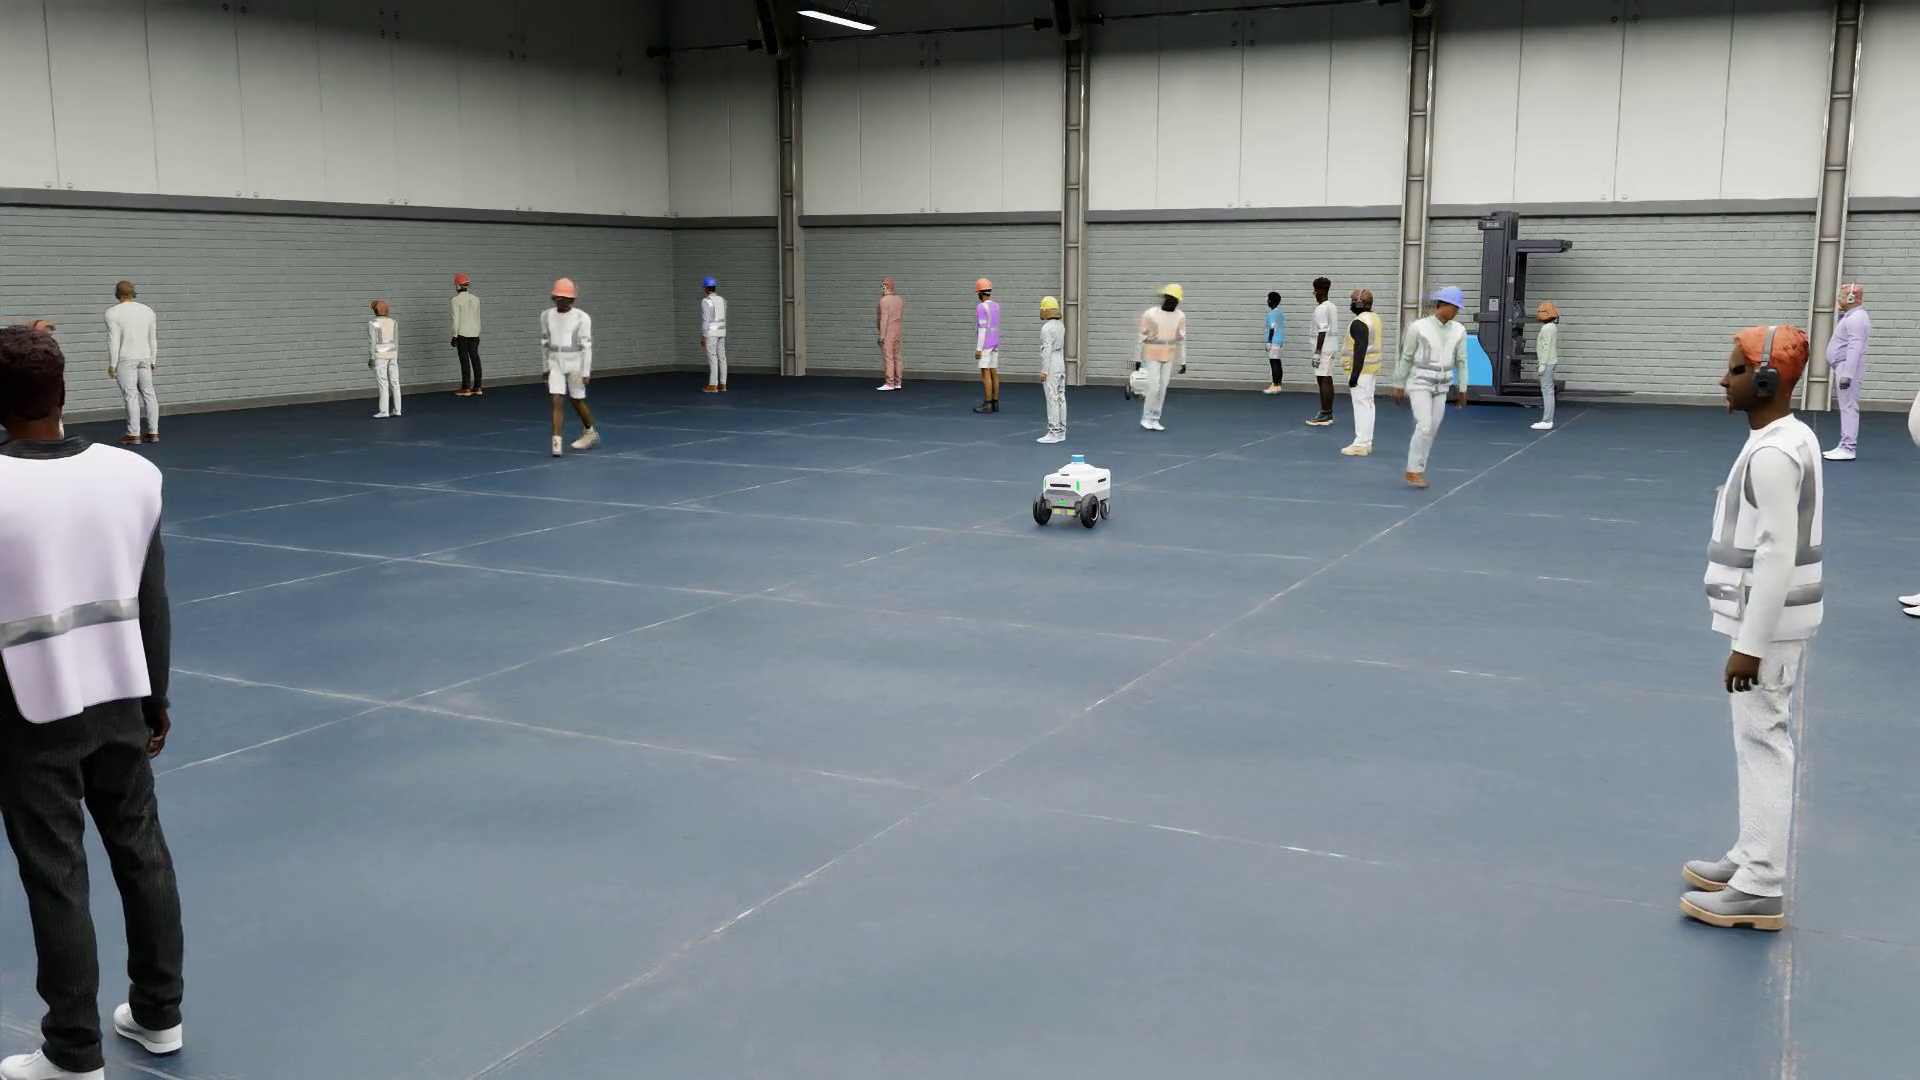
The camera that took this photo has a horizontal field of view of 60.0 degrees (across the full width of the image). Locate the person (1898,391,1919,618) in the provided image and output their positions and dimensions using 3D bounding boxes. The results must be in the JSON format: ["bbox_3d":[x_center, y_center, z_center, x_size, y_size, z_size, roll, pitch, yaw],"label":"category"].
[{"bbox_3d":[5.842,-0.492,9.874,0.399,1.905,0.642,5,10,28],"label":"person"}]

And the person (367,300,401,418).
[{"bbox_3d":[-8.032,-2.520,23.188,0.315,1.641,0.514,5,10,28],"label":"person"}]

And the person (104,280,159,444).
[{"bbox_3d":[-9.842,-2.114,19.778,0.375,1.936,0.628,5,10,28],"label":"person"}]

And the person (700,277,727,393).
[{"bbox_3d":[-4.177,-3.471,28.121,0.403,1.944,0.605,5,10,28],"label":"person"}]

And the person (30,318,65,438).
[{"bbox_3d":[-8.569,-1.266,15.530,0.416,1.606,0.551,-2,9,-11],"label":"person"}]

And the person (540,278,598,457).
[{"bbox_3d":[-4.414,-1.957,18.724,0.655,1.982,0.999,1,9,8],"label":"person"}]

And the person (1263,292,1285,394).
[{"bbox_3d":[5.245,-3.292,27.774,0.322,1.696,0.536,5,10,28],"label":"person"}]

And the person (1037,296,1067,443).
[{"bbox_3d":[1.086,-2.040,19.921,0.313,1.741,0.487,5,10,28],"label":"person"}]

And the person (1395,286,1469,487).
[{"bbox_3d":[4.432,-1.427,15.634,0.626,1.898,0.624,-3,10,-19],"label":"person"}]

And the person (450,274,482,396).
[{"bbox_3d":[-8.169,-3.388,27.453,0.394,1.994,0.612,5,10,28],"label":"person"}]

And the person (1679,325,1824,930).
[{"bbox_3d":[2.510,0.271,5.234,0.358,1.882,0.574,5,10,28],"label":"person"}]

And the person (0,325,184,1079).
[{"bbox_3d":[-2.236,0.427,4.165,0.395,1.917,0.590,5,10,28],"label":"person"}]

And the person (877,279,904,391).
[{"bbox_3d":[-1.227,-3.513,28.495,0.399,1.909,0.642,5,10,28],"label":"person"}]

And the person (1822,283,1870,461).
[{"bbox_3d":[9.620,-1.822,18.067,0.399,1.909,0.642,5,10,28],"label":"person"}]

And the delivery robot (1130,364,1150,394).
[{"bbox_3d":[2.916,-2.588,26.788,0.477,0.478,0.707,1,9,6],"label":"delivery robot"}]

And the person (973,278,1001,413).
[{"bbox_3d":[0.369,-2.818,24.123,0.376,1.934,0.547,5,10,28],"label":"person"}]

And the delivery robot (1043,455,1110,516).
[{"bbox_3d":[0.965,-0.457,13.647,0.477,0.478,0.707,5,10,27],"label":"delivery robot"}]

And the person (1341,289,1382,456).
[{"bbox_3d":[4.473,-1.874,18.586,0.430,1.844,0.623,5,10,28],"label":"person"}]

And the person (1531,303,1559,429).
[{"bbox_3d":[7.616,-2.264,21.628,0.282,1.633,0.501,5,10,28],"label":"person"}]

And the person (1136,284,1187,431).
[{"bbox_3d":[2.586,-2.328,21.255,0.602,1.880,0.582,-4,10,-22],"label":"person"}]

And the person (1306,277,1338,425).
[{"bbox_3d":[4.844,-2.519,22.185,0.370,1.963,0.608,5,10,28],"label":"person"}]

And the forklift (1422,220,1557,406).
[{"bbox_3d":[8.245,-3.527,25.720,1.873,2.768,1.129,5,10,27],"label":"forklift"}]
